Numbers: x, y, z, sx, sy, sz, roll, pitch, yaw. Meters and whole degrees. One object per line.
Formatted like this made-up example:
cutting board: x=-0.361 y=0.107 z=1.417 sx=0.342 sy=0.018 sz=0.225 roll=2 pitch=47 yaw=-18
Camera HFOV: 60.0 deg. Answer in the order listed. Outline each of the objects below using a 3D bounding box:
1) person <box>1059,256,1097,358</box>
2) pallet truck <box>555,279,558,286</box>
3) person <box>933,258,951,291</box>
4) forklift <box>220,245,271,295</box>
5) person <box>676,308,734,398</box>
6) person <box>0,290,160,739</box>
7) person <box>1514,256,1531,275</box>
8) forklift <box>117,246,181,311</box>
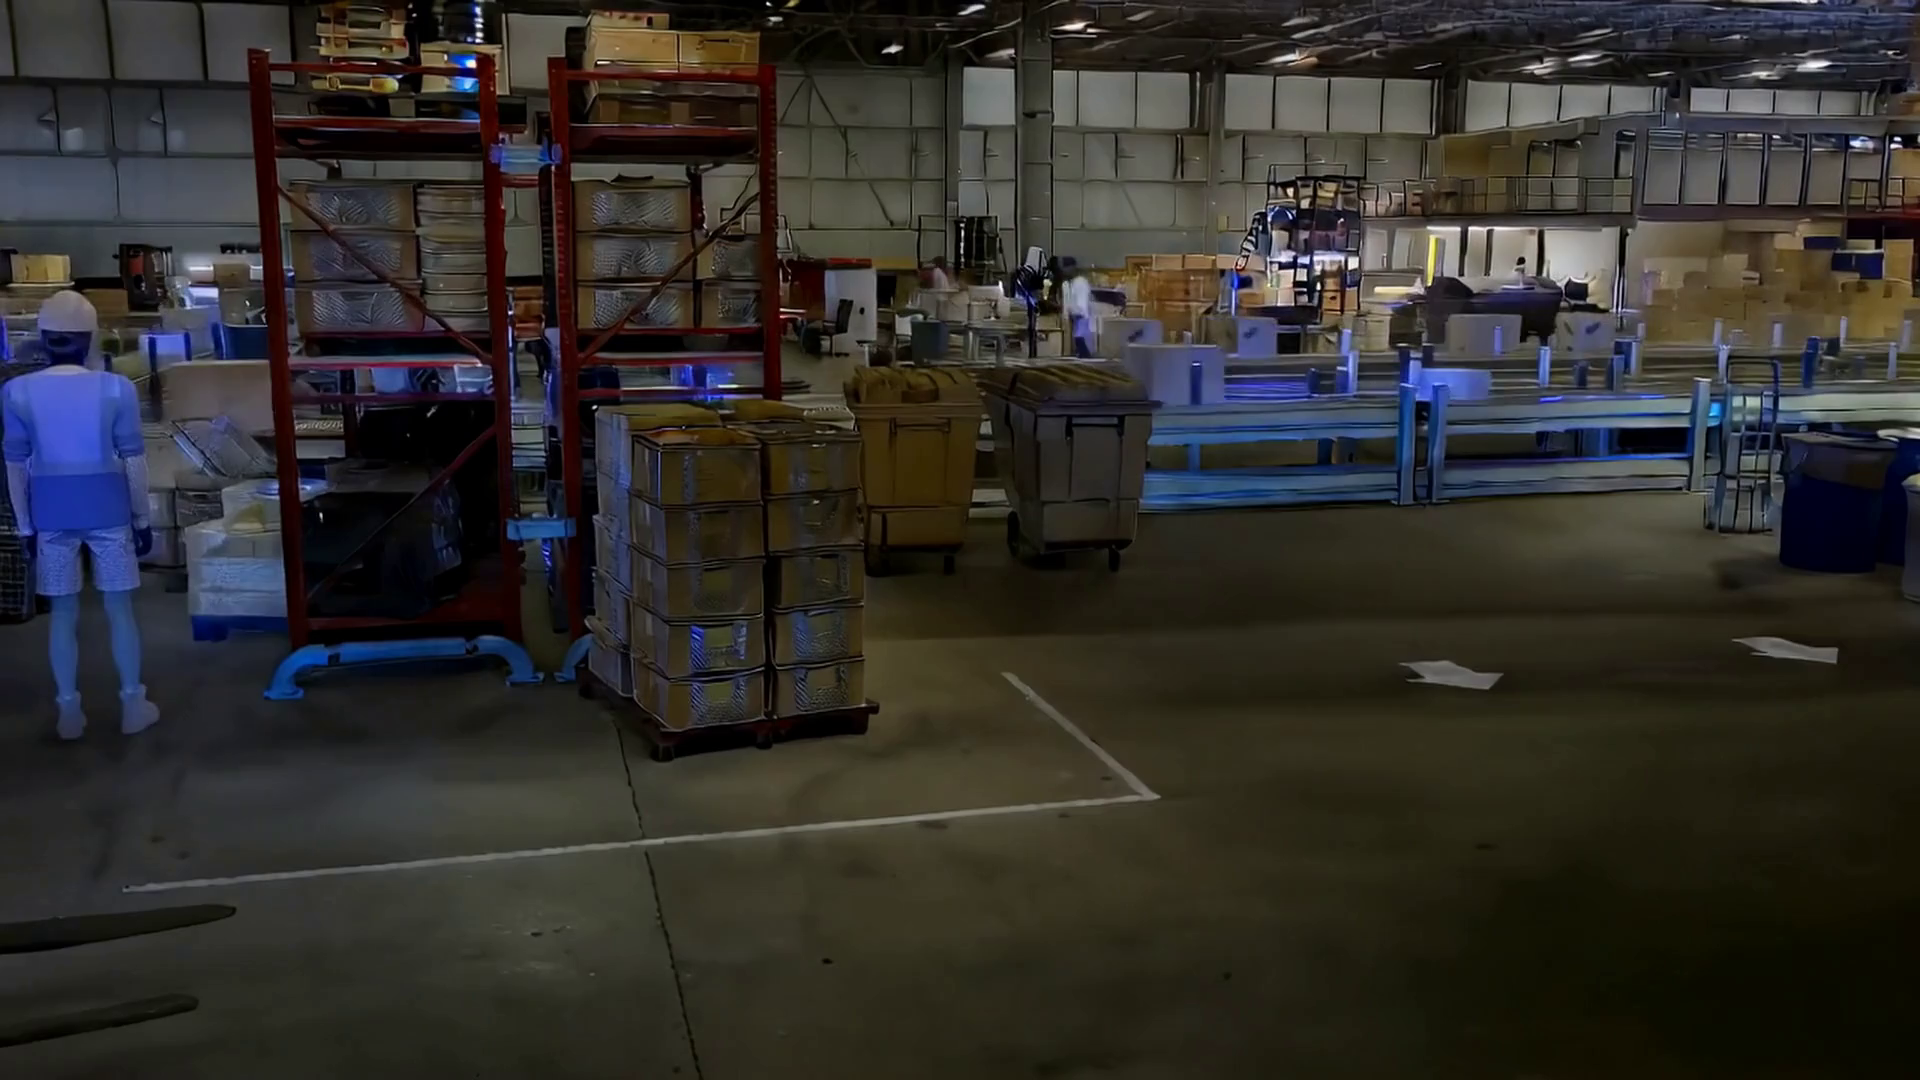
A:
person: x=1.871 y=-3.452 z=26.069 sx=0.897 sy=1.986 sz=0.695 roll=-8 pitch=13 yaw=-37
pallet truck: x=-10.604 y=-6.375 z=44.520 sx=0.653 sy=1.274 sz=1.630 roll=-3 pitch=10 yaw=-15
person: x=-0.350 y=-5.471 z=37.825 sx=0.980 sy=1.851 sz=0.674 roll=-1 pitch=10 yaw=-7
forklift: x=-17.749 y=-6.334 z=41.440 sx=1.157 sy=1.987 sz=2.680 roll=-3 pitch=10 yaw=-17
person: x=-2.583 y=-1.749 z=16.832 sx=0.600 sy=1.827 sz=0.403 roll=-3 pitch=10 yaw=-15
person: x=-3.804 y=-0.106 z=7.222 sx=0.552 sy=1.937 sz=0.356 roll=-4 pitch=11 yaw=-20
person: x=16.716 y=-7.538 z=49.566 sx=0.508 sy=1.847 sz=0.345 roll=-1 pitch=10 yaw=-5
forklift: x=-19.966 y=-6.232 z=40.894 sx=1.157 sy=1.987 sz=2.680 roll=-3 pitch=10 yaw=-15
